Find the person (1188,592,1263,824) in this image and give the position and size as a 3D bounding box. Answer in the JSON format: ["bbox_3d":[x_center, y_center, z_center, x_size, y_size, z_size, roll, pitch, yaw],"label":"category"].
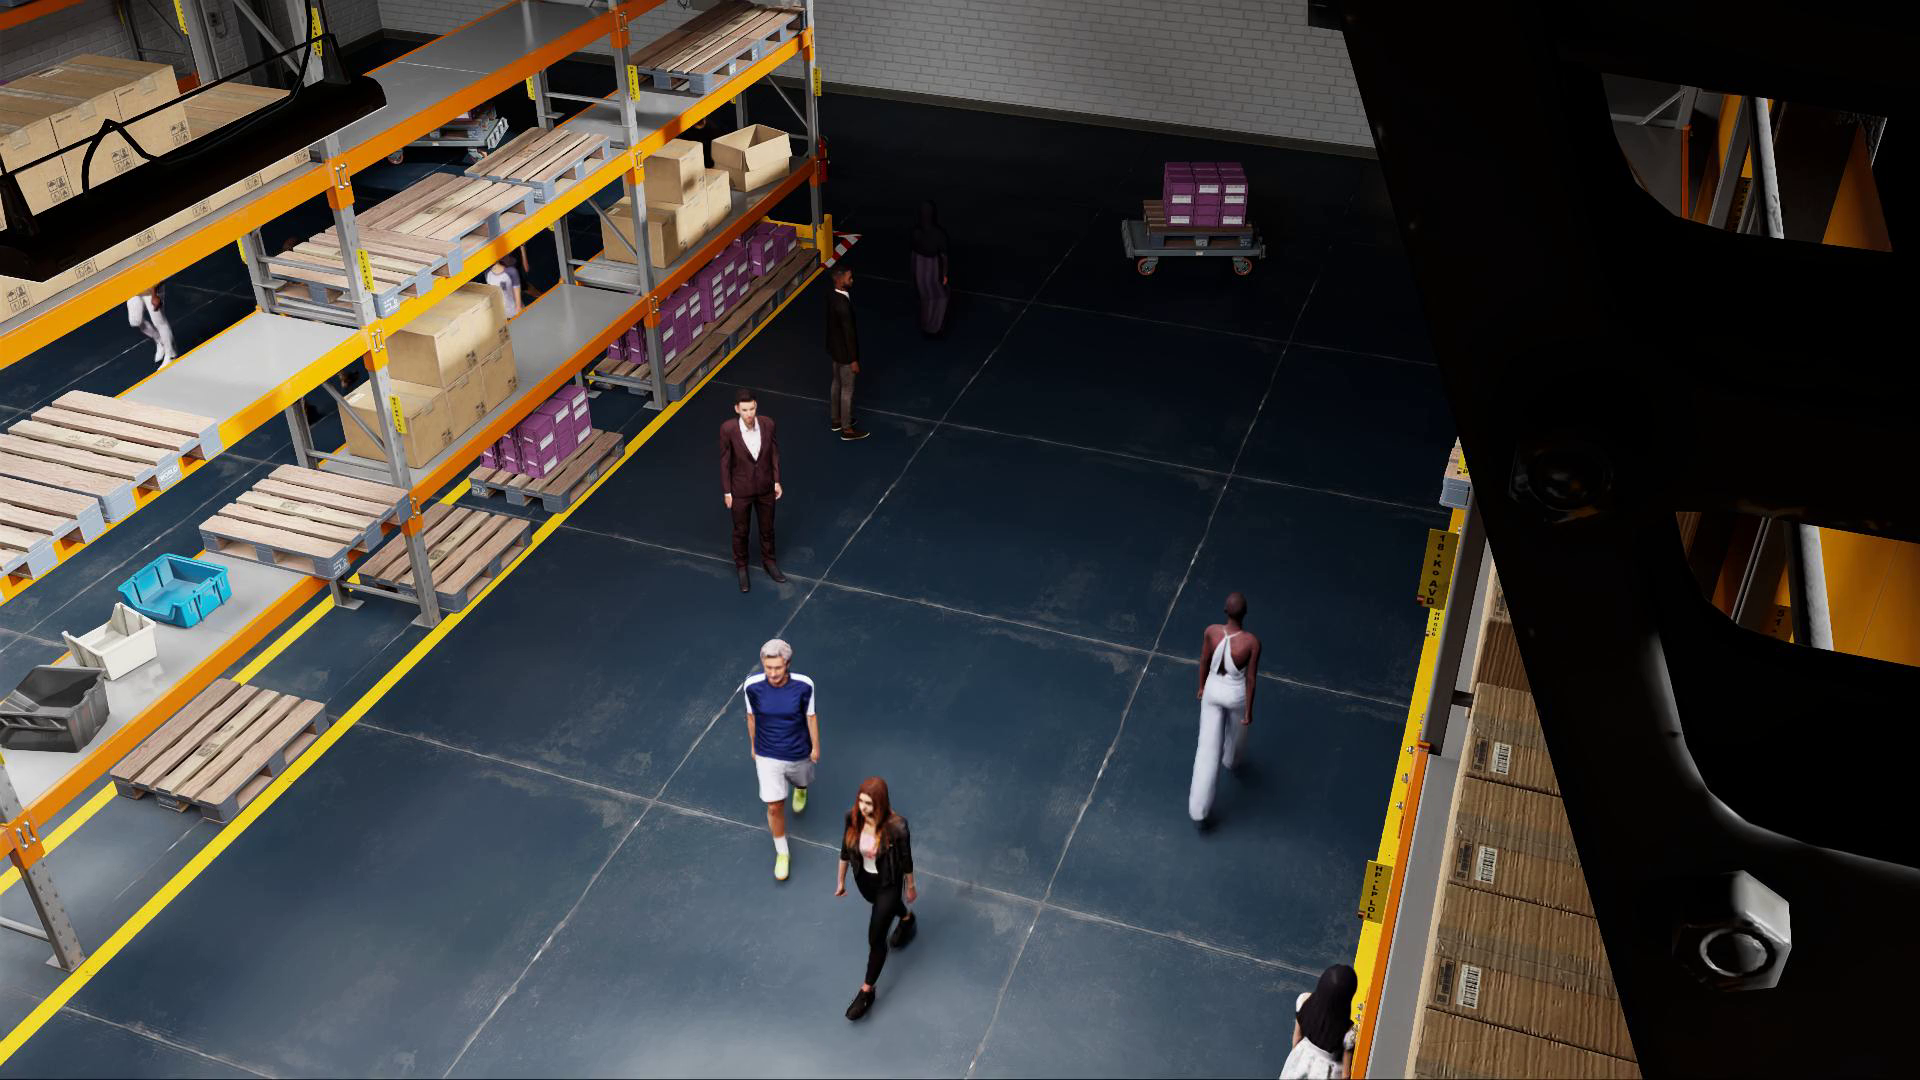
[{"bbox_3d":[1.839,1.215,11.731,0.635,1.731,1.136,15,36,21],"label":"person"}]

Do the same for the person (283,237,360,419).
[{"bbox_3d":[-6.568,-2.066,16.608,0.787,1.797,1.237,6,34,9],"label":"person"}]

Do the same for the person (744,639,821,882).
[{"bbox_3d":[-1.201,1.380,11.412,0.948,1.809,1.240,-2,34,-3],"label":"person"}]

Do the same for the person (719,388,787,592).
[{"bbox_3d":[-1.771,-0.464,14.136,0.778,1.865,0.829,-13,36,-19],"label":"person"}]

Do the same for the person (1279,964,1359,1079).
[{"bbox_3d":[1.941,2.967,9.061,0.774,1.769,0.755,-28,43,-36],"label":"person"}]

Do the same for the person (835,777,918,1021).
[{"bbox_3d":[-0.461,2.092,10.466,0.756,1.670,1.203,17,37,24],"label":"person"}]

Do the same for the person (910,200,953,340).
[{"bbox_3d":[-0.357,-2.899,18.031,0.623,1.608,0.774,10,35,15],"label":"person"}]

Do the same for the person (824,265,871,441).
[{"bbox_3d":[-1.146,-1.840,16.263,0.791,1.801,0.734,-15,36,-21],"label":"person"}]
